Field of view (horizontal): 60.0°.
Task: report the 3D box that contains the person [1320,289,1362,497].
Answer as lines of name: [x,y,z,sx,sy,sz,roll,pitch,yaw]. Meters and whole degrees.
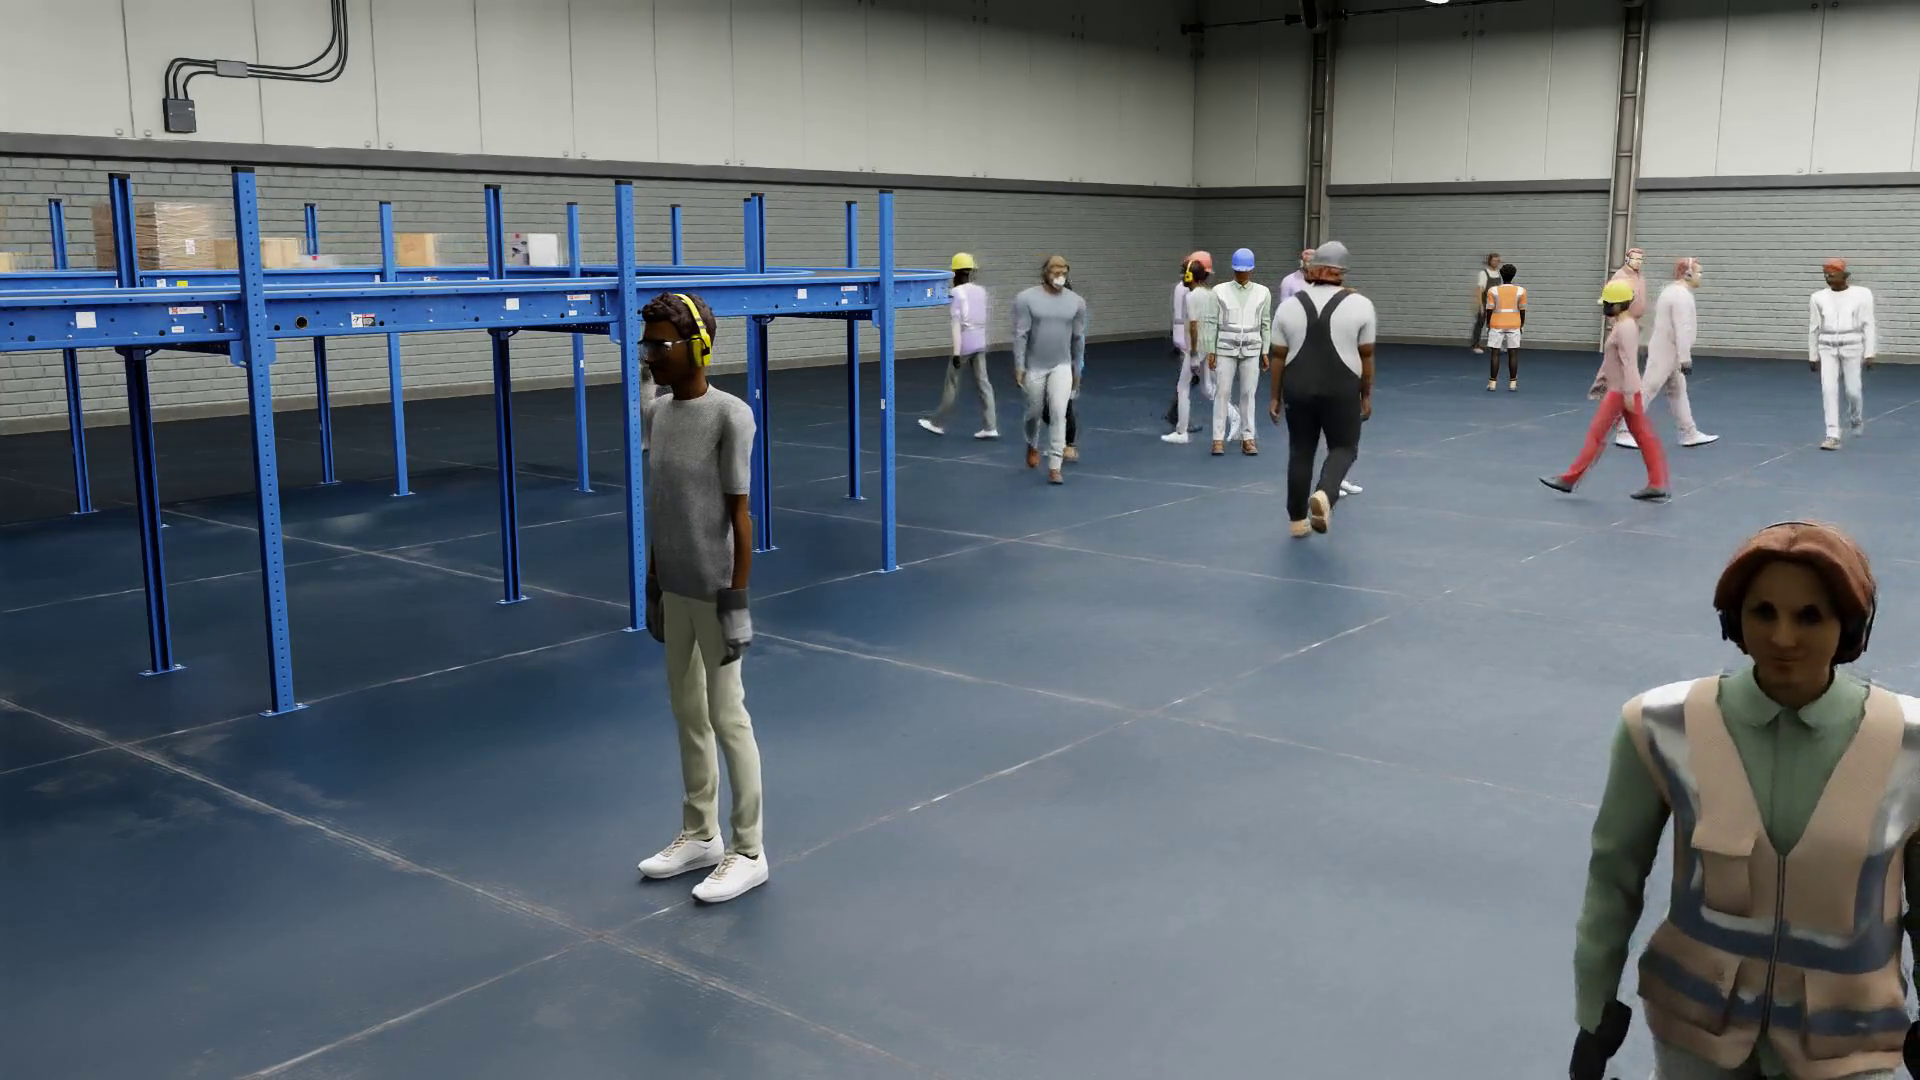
person: [3.050,-1.175,13.231,0.288,1.634,0.499,8,13,37]

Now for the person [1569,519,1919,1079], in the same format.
person: [1.166,0.781,2.442,0.539,1.606,0.741,6,12,30]

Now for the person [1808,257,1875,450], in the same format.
person: [8.647,-1.838,16.305,0.623,1.861,0.803,8,13,39]

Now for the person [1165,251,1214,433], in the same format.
person: [2.440,-2.067,17.458,0.402,1.898,0.566,-2,10,-9]

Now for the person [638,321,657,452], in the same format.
person: [-2.892,-1.641,15.830,0.482,1.625,0.527,-1,10,-7]

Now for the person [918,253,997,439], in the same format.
person: [0.020,-1.987,17.060,0.973,1.872,0.612,9,14,41]

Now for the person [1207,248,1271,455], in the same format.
person: [2.635,-1.775,15.721,0.604,1.937,0.402,0,10,0]

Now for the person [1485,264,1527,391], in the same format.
person: [7.347,-2.865,22.424,0.541,1.696,0.315,2,10,9]

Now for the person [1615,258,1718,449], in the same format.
person: [6.898,-1.800,16.130,0.972,1.846,0.655,3,11,16]

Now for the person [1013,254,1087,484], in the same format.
person: [0.743,-1.468,14.113,0.638,1.910,0.849,-1,10,-6]

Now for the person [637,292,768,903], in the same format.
person: [-0.813,0.172,5.150,0.514,1.865,0.313,10,14,43]

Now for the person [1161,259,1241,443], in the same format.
person: [2.447,-1.871,16.545,0.850,1.841,0.522,7,12,34]

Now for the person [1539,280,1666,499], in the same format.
person: [5.107,-1.170,13.004,0.947,1.704,0.546,5,12,27]

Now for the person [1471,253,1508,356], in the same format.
person: [9.329,-4.149,29.291,0.523,1.789,0.988,-3,11,-17]

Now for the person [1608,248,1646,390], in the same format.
person: [8.902,-2.914,22.131,0.643,1.905,0.400,-8,13,-39]

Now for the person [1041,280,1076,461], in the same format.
person: [0.881,-1.547,15.144,0.414,1.677,0.553,4,11,20]

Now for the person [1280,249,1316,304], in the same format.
person: [4.132,-2.501,19.828,0.649,1.910,0.405,-1,10,-4]

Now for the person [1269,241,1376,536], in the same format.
person: [2.426,-0.990,11.202,0.713,2.000,0.712,5,11,26]
